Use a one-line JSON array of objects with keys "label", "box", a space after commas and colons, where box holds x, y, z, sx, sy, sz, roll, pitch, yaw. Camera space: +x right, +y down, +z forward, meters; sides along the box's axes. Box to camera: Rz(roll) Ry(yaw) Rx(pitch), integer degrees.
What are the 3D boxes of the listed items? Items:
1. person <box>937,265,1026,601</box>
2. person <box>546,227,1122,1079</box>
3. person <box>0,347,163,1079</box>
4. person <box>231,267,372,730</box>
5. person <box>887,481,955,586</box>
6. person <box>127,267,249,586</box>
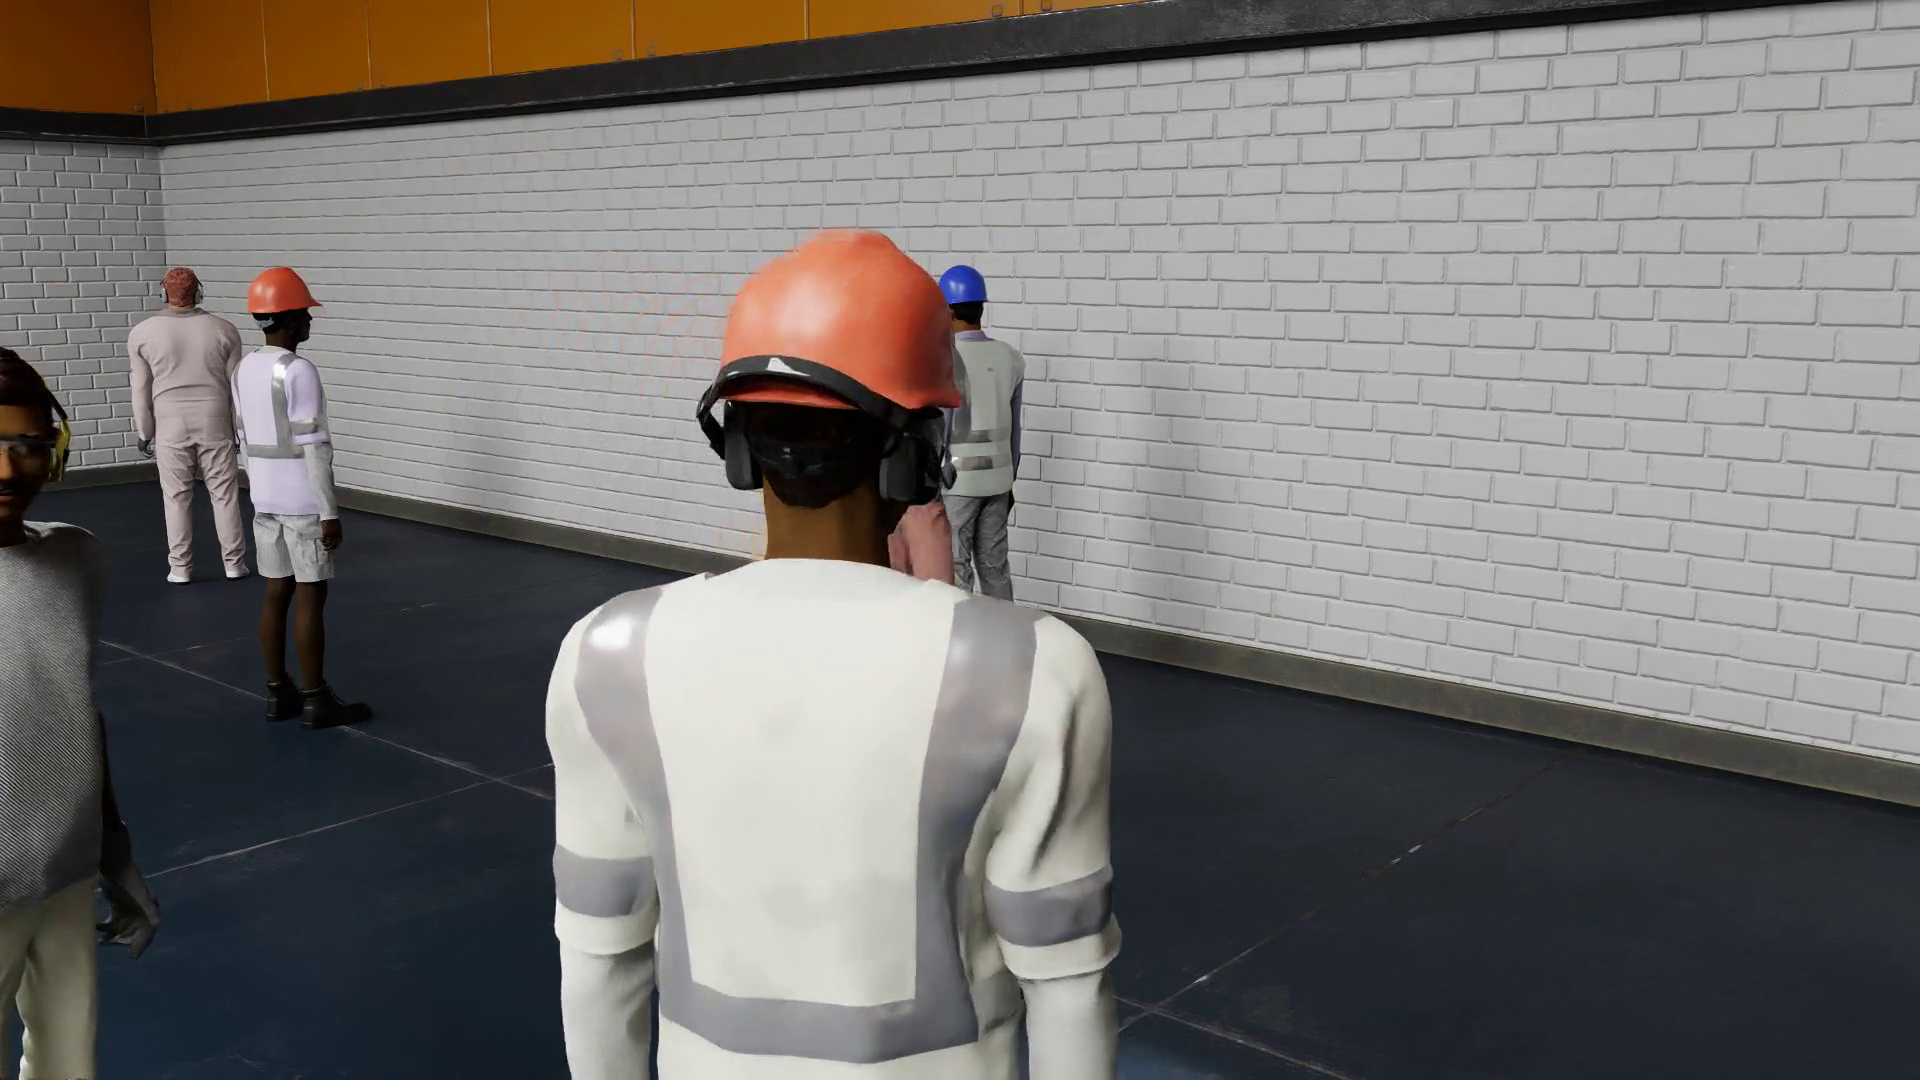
[{"label": "person", "box": [0.032, -0.253, 7.486, 0.388, 1.944, 0.616, 10, 14, 44]}, {"label": "person", "box": [-0.124, 0.689, 1.852, 0.612, 2.042, 0.385, 2, 10, 11]}, {"label": "person", "box": [-1.590, 0.607, 2.829, 0.333, 1.866, 0.515, 3, 10, 17]}, {"label": "person", "box": [-2.800, -0.168, 7.017, 0.545, 1.943, 0.347, 7, 12, 35]}, {"label": "person", "box": [-0.315, 0.224, 4.994, 0.826, 1.868, 0.667, -9, 13, -40]}, {"label": "person", "box": [-4.626, -0.680, 10.032, 0.638, 1.910, 0.407, -5, 11, -26]}]
